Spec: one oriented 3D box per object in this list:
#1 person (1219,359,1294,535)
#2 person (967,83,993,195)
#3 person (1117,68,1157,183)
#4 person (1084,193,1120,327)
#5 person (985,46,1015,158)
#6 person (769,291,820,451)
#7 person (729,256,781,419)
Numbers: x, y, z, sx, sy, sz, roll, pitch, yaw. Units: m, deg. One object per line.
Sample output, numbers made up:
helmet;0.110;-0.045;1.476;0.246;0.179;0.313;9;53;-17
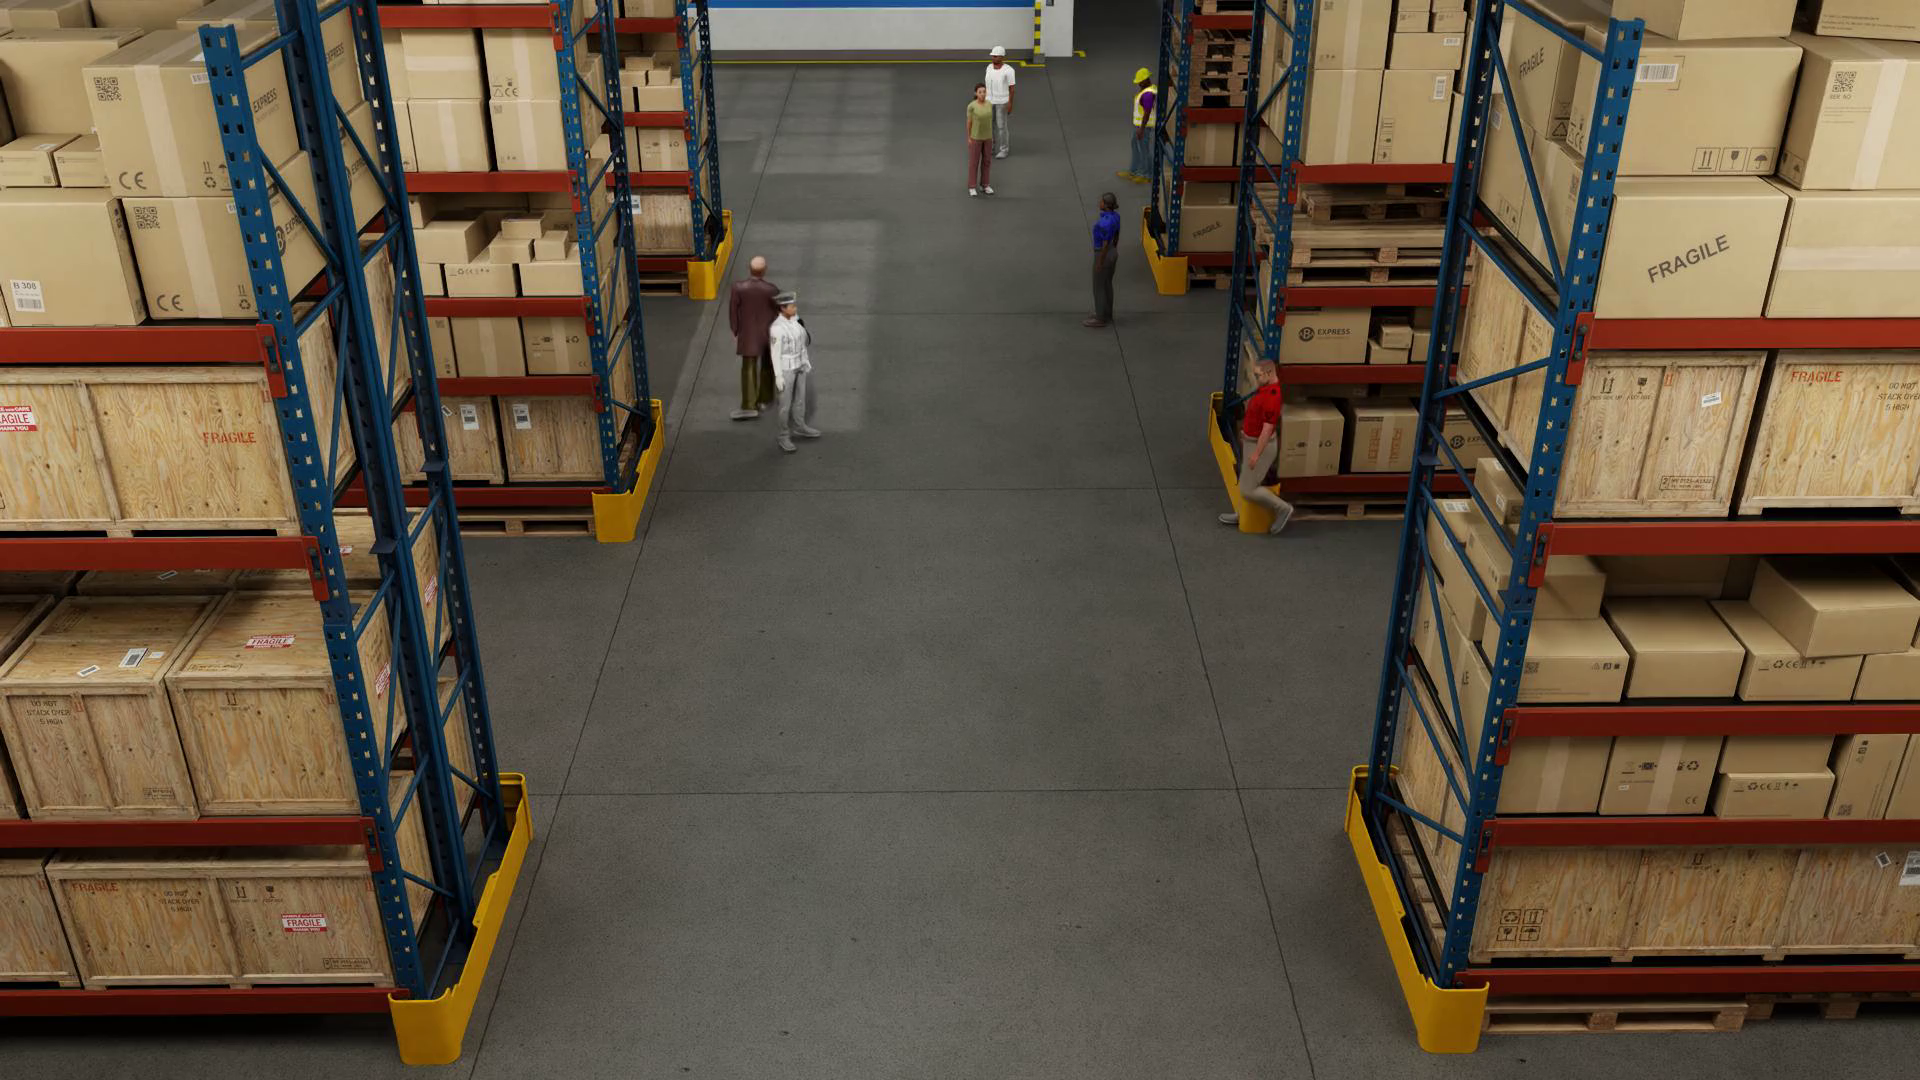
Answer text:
person;2.824;-0.866;15.538;0.672;1.717;0.563;3;28;6
person;0.321;-6.135;25.415;0.430;1.673;0.365;-12;30;-21
person;2.751;-6.452;25.865;0.565;1.759;0.613;3;28;6
person;1.758;-3.467;20.471;0.353;1.658;0.441;12;30;20
person;0.599;-7.180;27.260;0.563;1.771;0.388;20;34;32
person;-1.749;-1.792;17.298;0.333;1.687;0.540;14;31;24
person;-2.167;-2.198;17.989;0.694;1.771;0.734;1;28;2
